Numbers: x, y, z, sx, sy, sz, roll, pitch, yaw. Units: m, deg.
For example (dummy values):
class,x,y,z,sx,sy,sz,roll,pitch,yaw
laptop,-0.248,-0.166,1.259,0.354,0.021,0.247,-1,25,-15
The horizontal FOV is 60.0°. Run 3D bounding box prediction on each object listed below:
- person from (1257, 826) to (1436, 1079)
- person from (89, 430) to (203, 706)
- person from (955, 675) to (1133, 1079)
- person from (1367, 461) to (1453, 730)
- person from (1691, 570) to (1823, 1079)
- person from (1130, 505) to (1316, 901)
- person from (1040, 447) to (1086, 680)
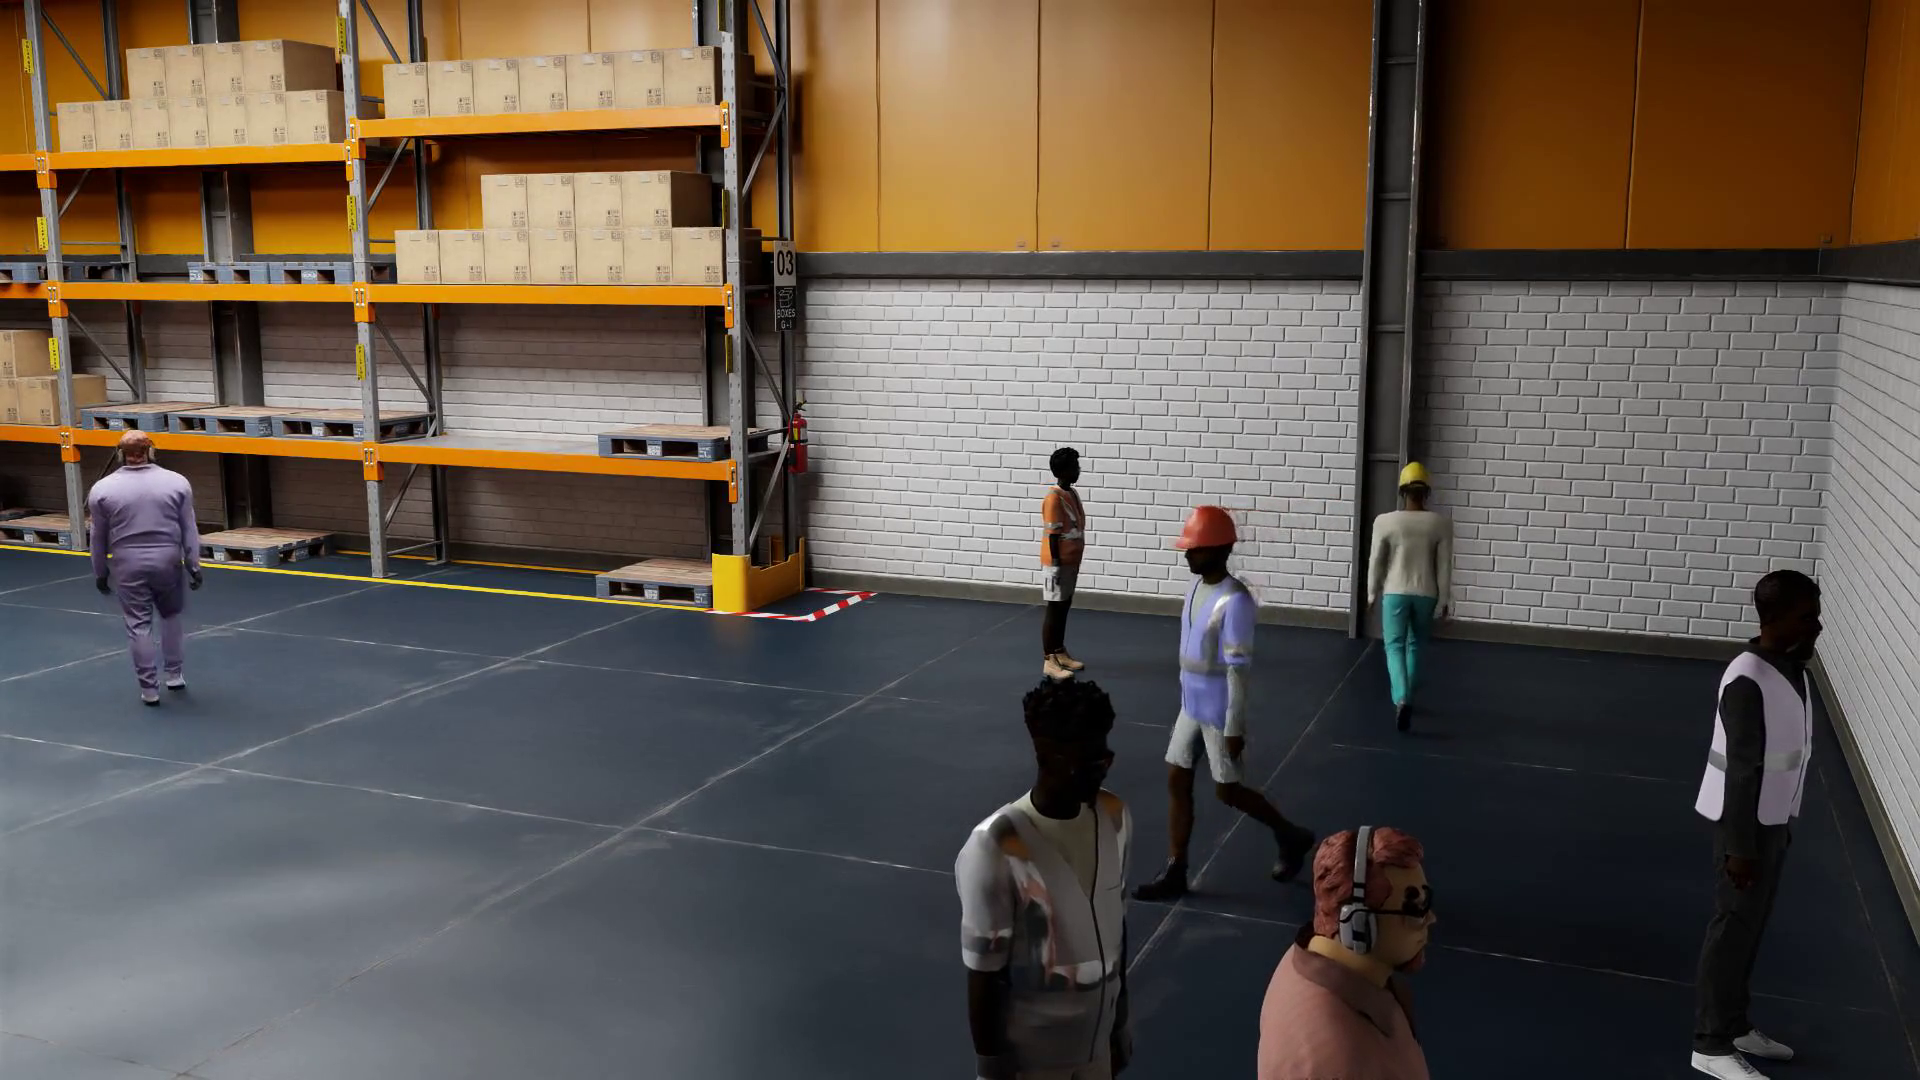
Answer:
class,x,y,z,sx,sy,sz,roll,pitch,yaw
person,0.801,1.506,3.419,0.399,1.909,0.642,2,10,11
person,-5.645,0.174,11.538,0.679,1.883,0.676,-5,11,-28
person,0.248,1.311,4.451,0.606,1.958,0.375,-9,13,-43
person,2.950,0.357,10.893,0.527,1.742,0.779,1,9,5
person,2.941,1.047,6.170,0.372,1.916,0.596,7,12,38
person,1.276,0.774,7.885,0.858,1.914,0.552,-3,10,-19
person,0.759,0.163,12.195,0.315,1.696,0.540,3,10,19
